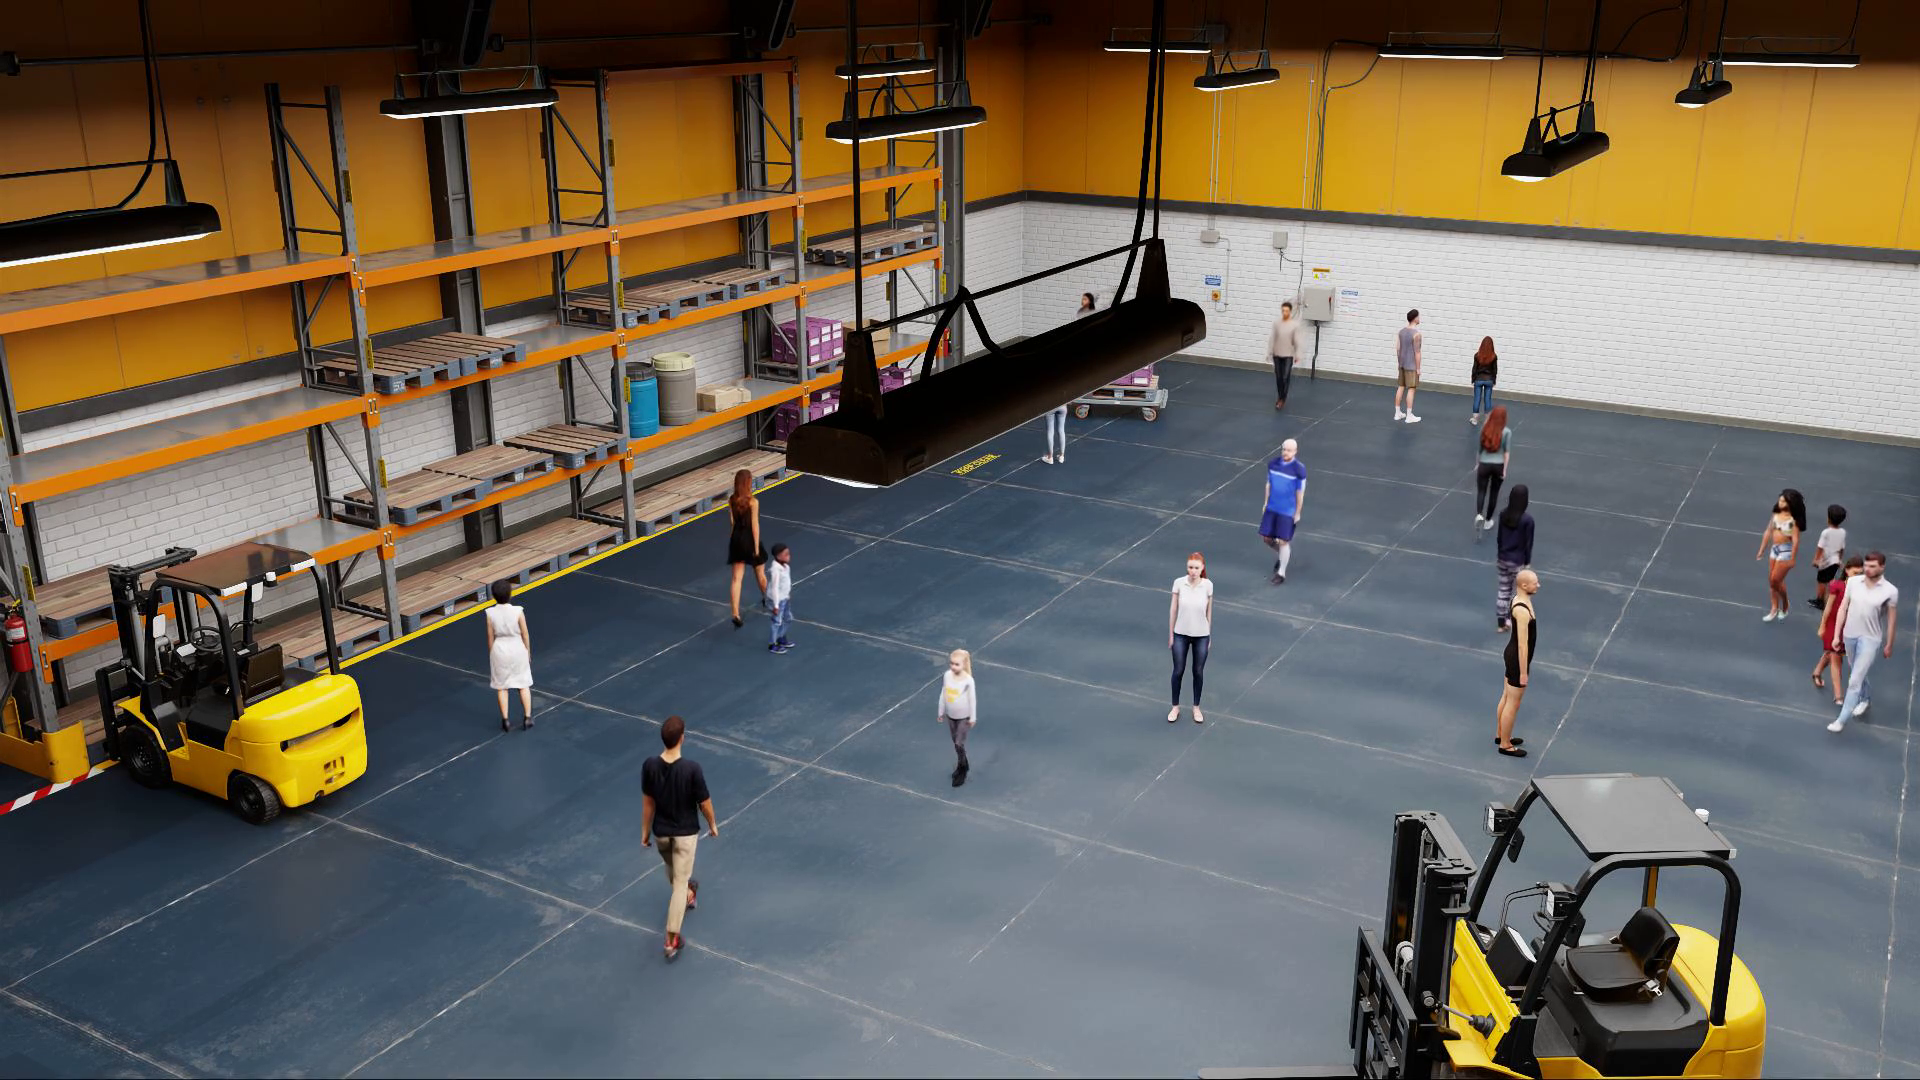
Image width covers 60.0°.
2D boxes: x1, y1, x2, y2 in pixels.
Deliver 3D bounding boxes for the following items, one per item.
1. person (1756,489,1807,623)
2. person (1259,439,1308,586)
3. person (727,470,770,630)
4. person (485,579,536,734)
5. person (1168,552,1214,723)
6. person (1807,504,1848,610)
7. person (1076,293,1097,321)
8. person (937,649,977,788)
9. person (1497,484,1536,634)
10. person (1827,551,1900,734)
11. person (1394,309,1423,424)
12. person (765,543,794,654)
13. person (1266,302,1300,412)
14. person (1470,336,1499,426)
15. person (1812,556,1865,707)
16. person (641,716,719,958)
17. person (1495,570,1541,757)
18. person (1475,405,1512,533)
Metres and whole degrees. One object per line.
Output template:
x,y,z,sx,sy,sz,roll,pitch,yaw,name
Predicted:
9.406,0.184,18.895,0.757,1.608,0.695,-4,19,-12,person
3.967,-0.371,20.202,0.777,1.824,0.839,17,25,41,person
-2.478,0.139,18.737,0.661,1.793,1.119,8,20,22,person
-4.387,1.125,16.187,0.642,1.553,0.690,-3,19,-10,person
2.278,0.948,16.418,0.638,1.740,0.651,2,19,6,person
10.149,0.226,19.330,0.653,1.249,0.710,-6,20,-18,person
2.277,-3.530,29.689,1.069,1.756,0.806,-16,24,-39,person
0.025,1.580,15.279,0.520,1.269,0.634,14,23,35,person
6.136,0.227,18.578,0.727,1.727,0.717,-14,23,-36,person
8.860,0.970,16.264,1.321,1.796,1.017,-13,23,-34,person
7.314,-2.850,27.088,0.729,1.847,0.717,-12,22,-32,person
-1.996,0.621,18.161,0.602,1.247,0.506,5,19,13,person
5.550,-3.152,28.453,0.675,1.828,1.066,10,21,27,person
8.661,-2.642,27.479,0.616,1.483,0.603,4,19,12,person
8.977,0.875,17.002,0.893,1.506,1.144,1,19,3,person
-2.151,2.248,12.452,0.946,1.808,1.250,3,19,10,person
5.267,1.140,15.728,0.771,1.816,0.570,4,19,11,person
6.993,-0.906,21.943,0.636,1.727,1.040,9,20,24,person
